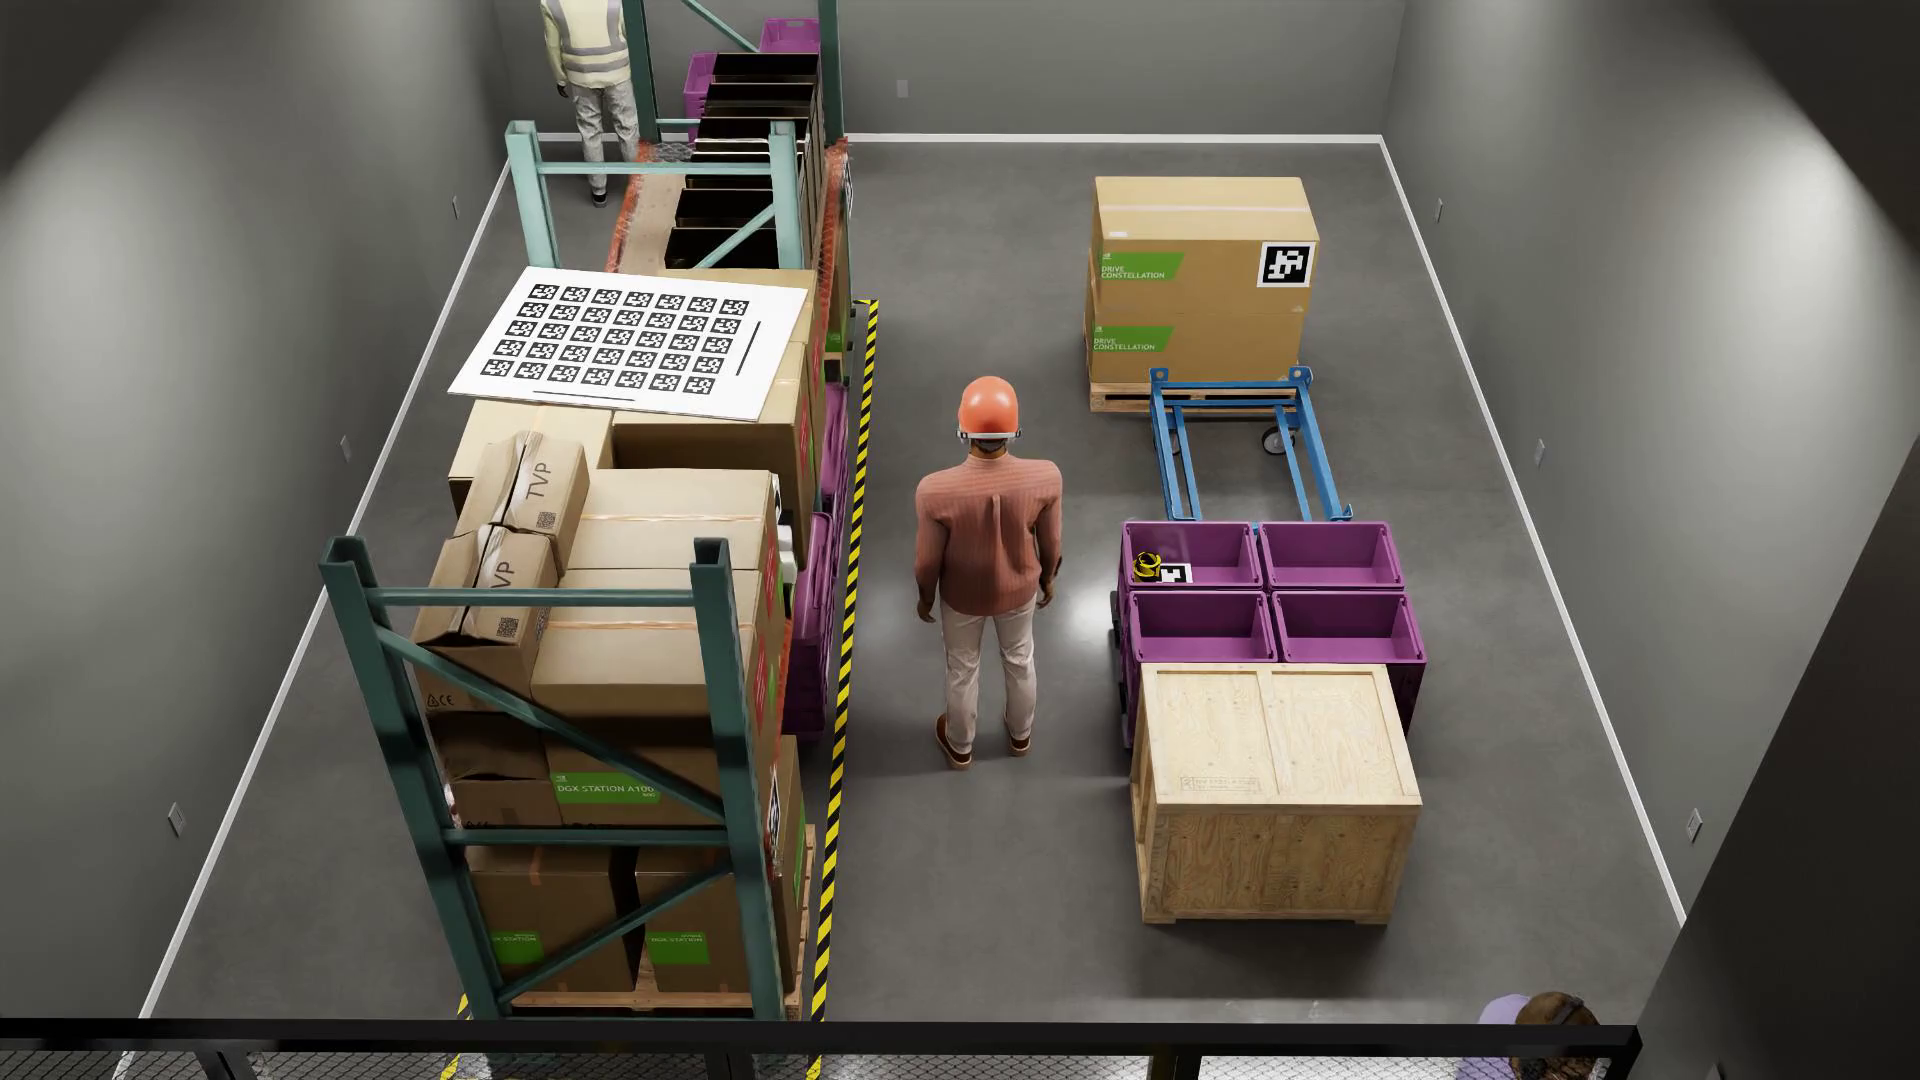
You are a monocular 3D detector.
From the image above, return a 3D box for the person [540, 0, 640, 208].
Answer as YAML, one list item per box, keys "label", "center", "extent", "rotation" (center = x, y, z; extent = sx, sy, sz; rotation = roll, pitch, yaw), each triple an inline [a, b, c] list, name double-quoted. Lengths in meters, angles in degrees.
- label: "person"
  center: [-2.306, -2.992, 10.615]
  extent: [0.591, 1.820, 0.404]
  rotation: [-3, 41, -4]

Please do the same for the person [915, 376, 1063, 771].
- label: "person"
  center: [0.113, 0.170, 6.877]
  extent: [0.619, 1.994, 0.381]
  rotation: [-9, 42, -11]

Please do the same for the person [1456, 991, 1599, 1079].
- label: "person"
  center: [1.533, 1.933, 4.911]
  extent: [0.374, 1.938, 0.627]
  rotation: [12, 43, 13]
